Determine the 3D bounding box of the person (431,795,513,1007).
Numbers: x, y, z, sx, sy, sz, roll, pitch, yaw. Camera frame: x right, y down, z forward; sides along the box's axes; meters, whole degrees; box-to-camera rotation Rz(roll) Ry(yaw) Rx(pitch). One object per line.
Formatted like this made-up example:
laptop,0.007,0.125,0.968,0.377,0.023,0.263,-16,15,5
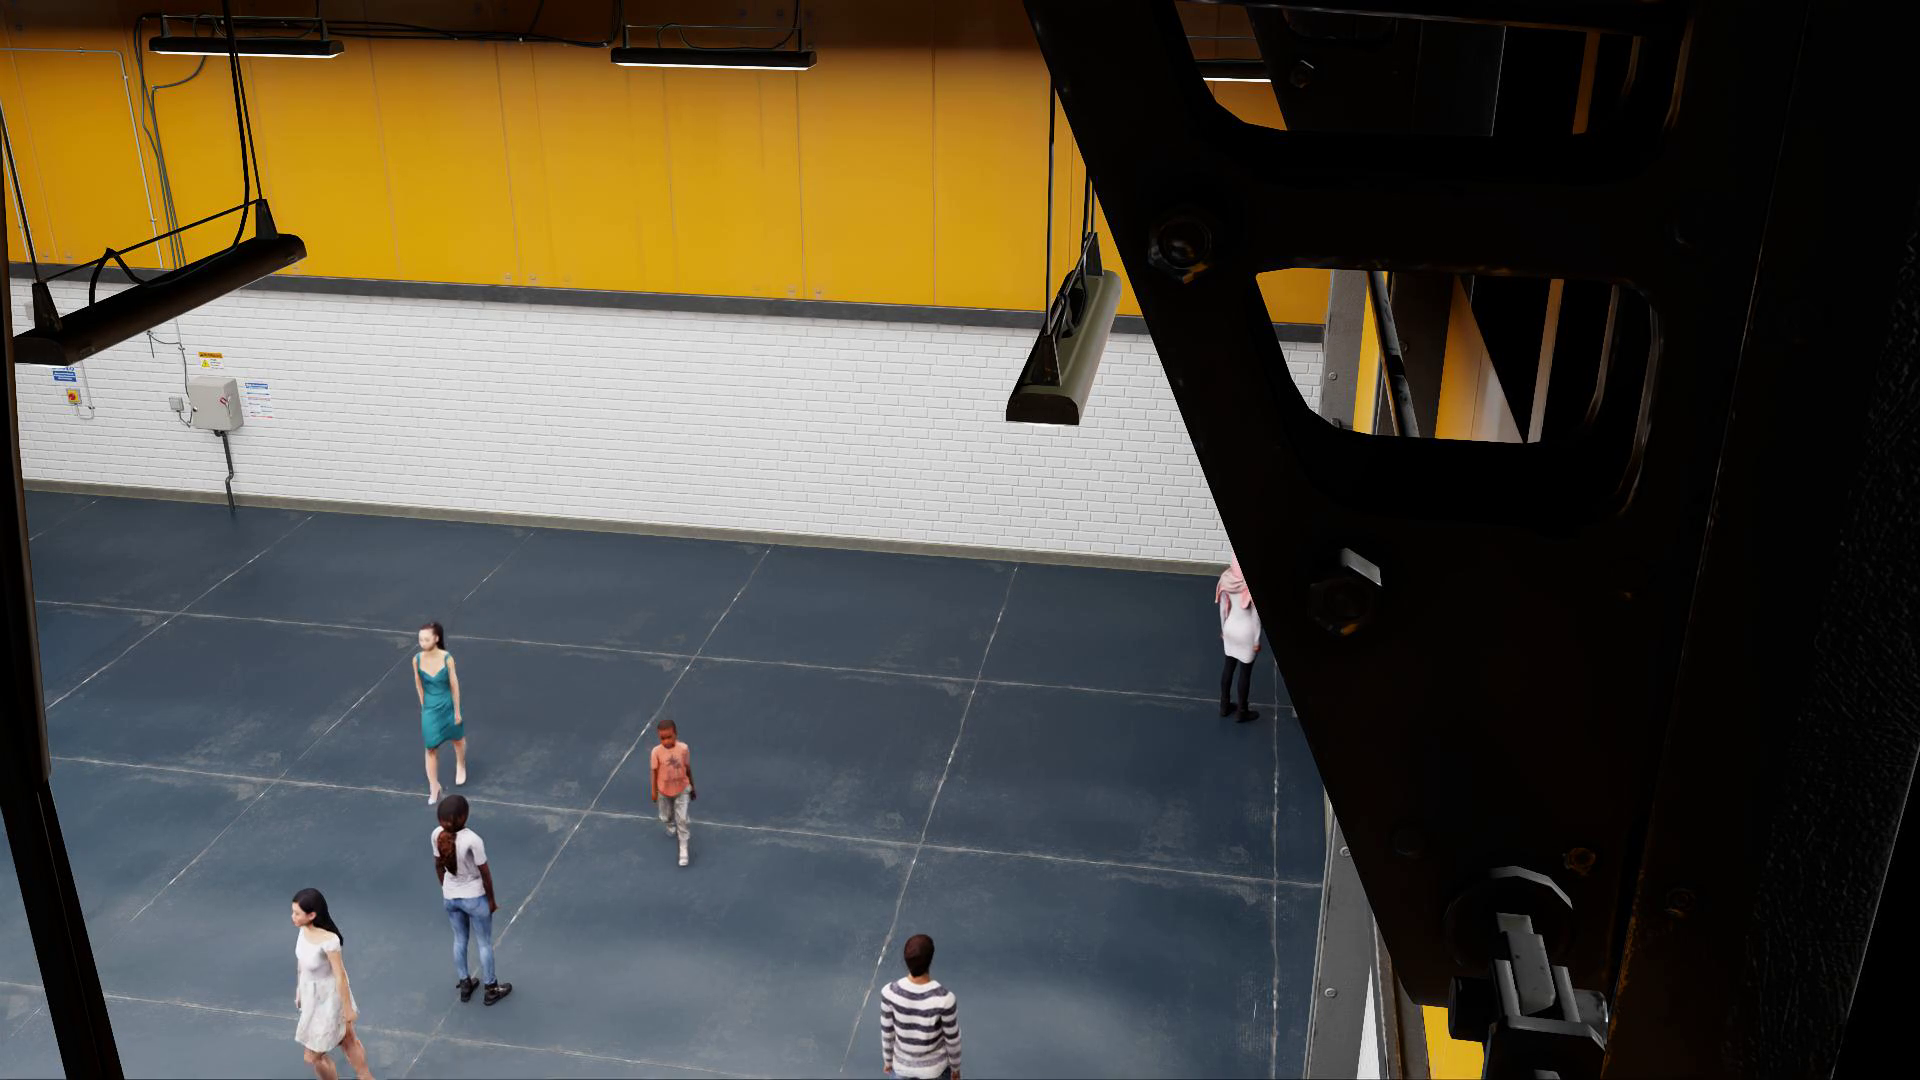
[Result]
person,-3.594,2.608,12.109,0.613,1.719,0.570,8,25,17

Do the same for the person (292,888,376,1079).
person,-4.111,3.043,11.068,0.873,1.757,0.808,-19,30,-37

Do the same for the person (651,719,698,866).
person,-2.414,2.041,13.944,0.723,1.290,0.913,-6,24,-14

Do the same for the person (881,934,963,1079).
person,-0.253,3.282,10.407,0.651,1.849,0.515,5,24,11

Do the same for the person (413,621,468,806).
person,-4.569,1.466,14.792,0.666,1.663,0.879,-1,24,-2

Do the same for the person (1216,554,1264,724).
person,2.686,0.900,15.917,0.777,1.800,0.737,-20,31,-39
